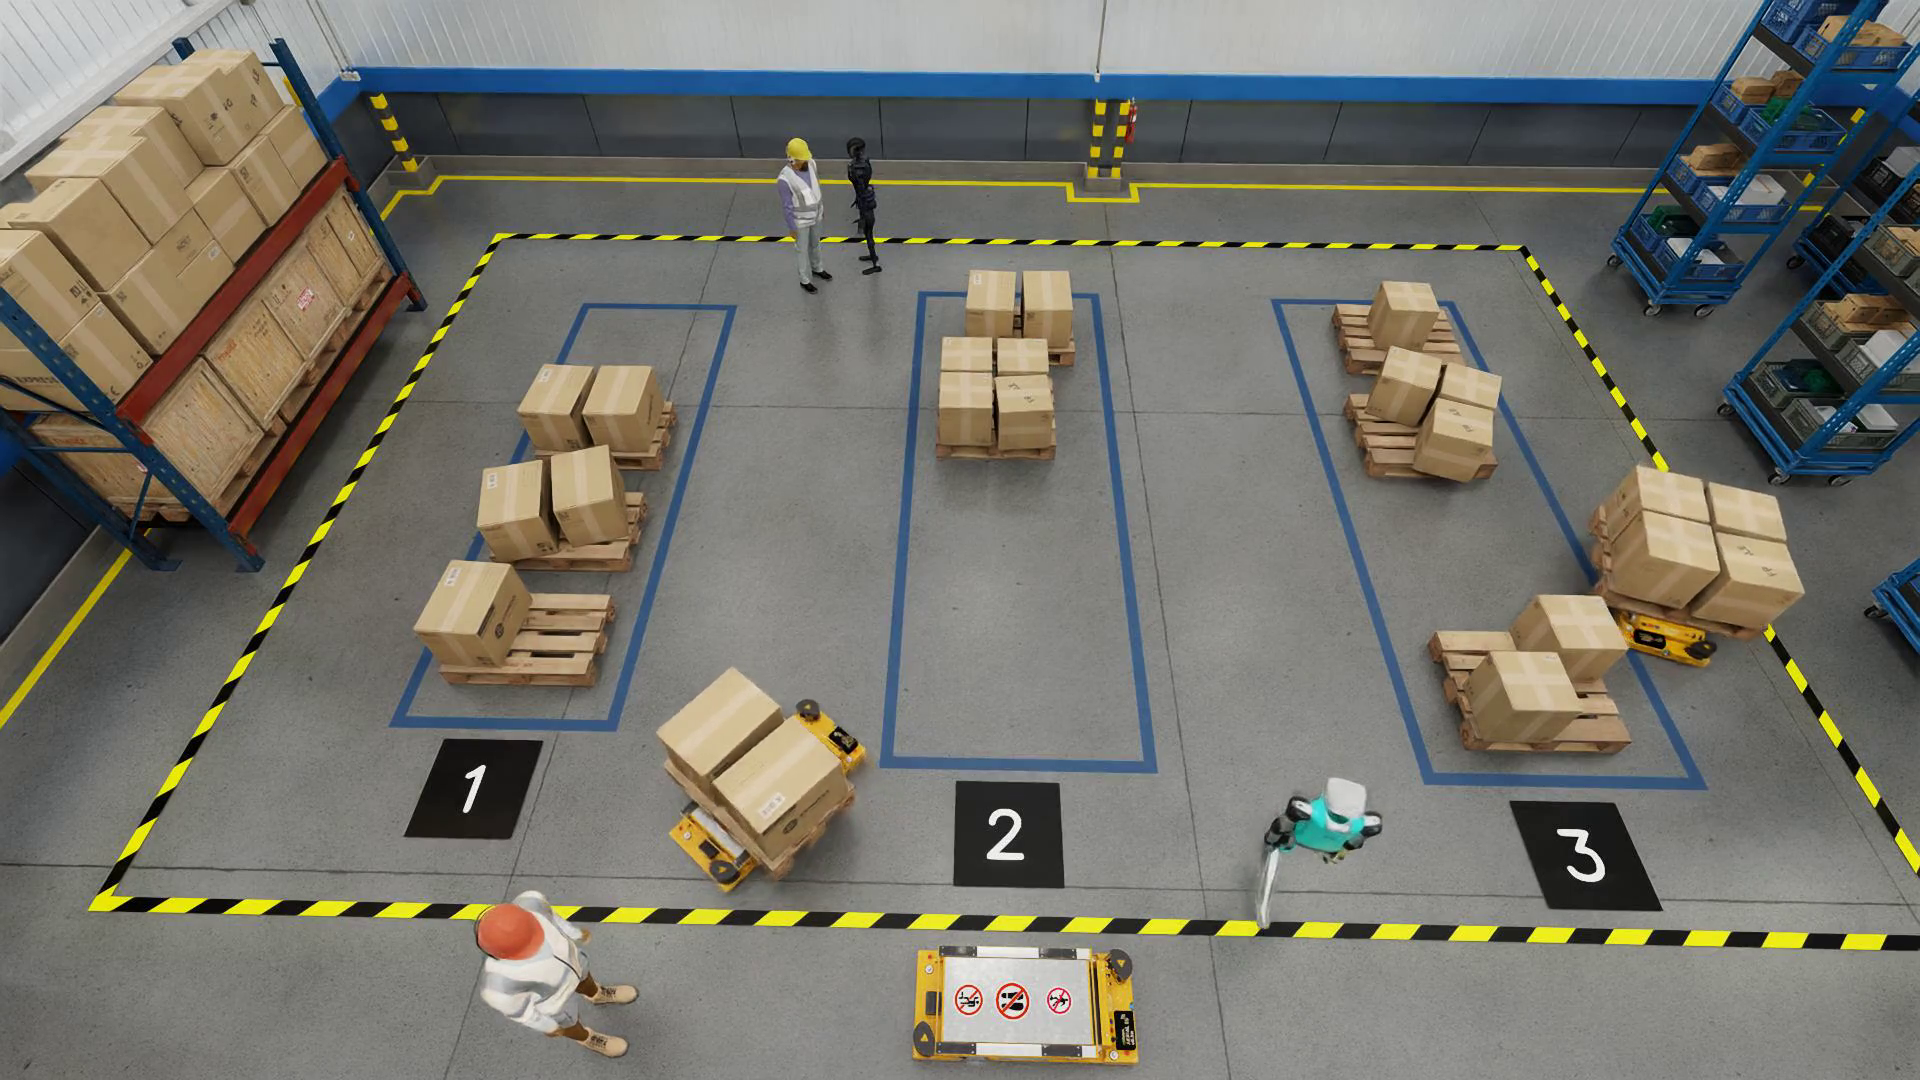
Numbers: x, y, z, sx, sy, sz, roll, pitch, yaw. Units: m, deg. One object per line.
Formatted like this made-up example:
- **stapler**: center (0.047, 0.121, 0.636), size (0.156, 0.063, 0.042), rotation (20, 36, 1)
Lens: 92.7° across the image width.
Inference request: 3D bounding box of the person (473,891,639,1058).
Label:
- **person**: center (-2.308, 2.521, 5.294), size (0.388, 2.034, 0.604), rotation (1, 51, 1)

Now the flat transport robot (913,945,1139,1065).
- **flat transport robot**: center (0.422, 3.041, 6.007), size (1.431, 0.231, 0.659), rotation (1, 51, 1)

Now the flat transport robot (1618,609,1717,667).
- **flat transport robot**: center (6.201, 0.414, 8.131), size (0.652, 0.197, 1.431), rotation (15, 52, 12)

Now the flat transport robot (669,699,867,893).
- **flat transport robot**: center (-1.441, 1.880, 6.935), size (0.652, 0.197, 1.431), rotation (33, 58, 24)

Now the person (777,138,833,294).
- **person**: center (-1.760, -3.716, 10.507), size (0.404, 1.827, 0.601), rotation (26, 55, 19)

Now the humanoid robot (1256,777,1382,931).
- **humanoid robot**: center (2.264, 1.868, 6.009), size (0.541, 1.734, 1.008), rotation (10, 52, 8)

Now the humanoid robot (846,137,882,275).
- **humanoid robot**: center (-1.135, -3.917, 10.762), size (0.315, 1.655, 0.599), rotation (-6, 51, -5)
